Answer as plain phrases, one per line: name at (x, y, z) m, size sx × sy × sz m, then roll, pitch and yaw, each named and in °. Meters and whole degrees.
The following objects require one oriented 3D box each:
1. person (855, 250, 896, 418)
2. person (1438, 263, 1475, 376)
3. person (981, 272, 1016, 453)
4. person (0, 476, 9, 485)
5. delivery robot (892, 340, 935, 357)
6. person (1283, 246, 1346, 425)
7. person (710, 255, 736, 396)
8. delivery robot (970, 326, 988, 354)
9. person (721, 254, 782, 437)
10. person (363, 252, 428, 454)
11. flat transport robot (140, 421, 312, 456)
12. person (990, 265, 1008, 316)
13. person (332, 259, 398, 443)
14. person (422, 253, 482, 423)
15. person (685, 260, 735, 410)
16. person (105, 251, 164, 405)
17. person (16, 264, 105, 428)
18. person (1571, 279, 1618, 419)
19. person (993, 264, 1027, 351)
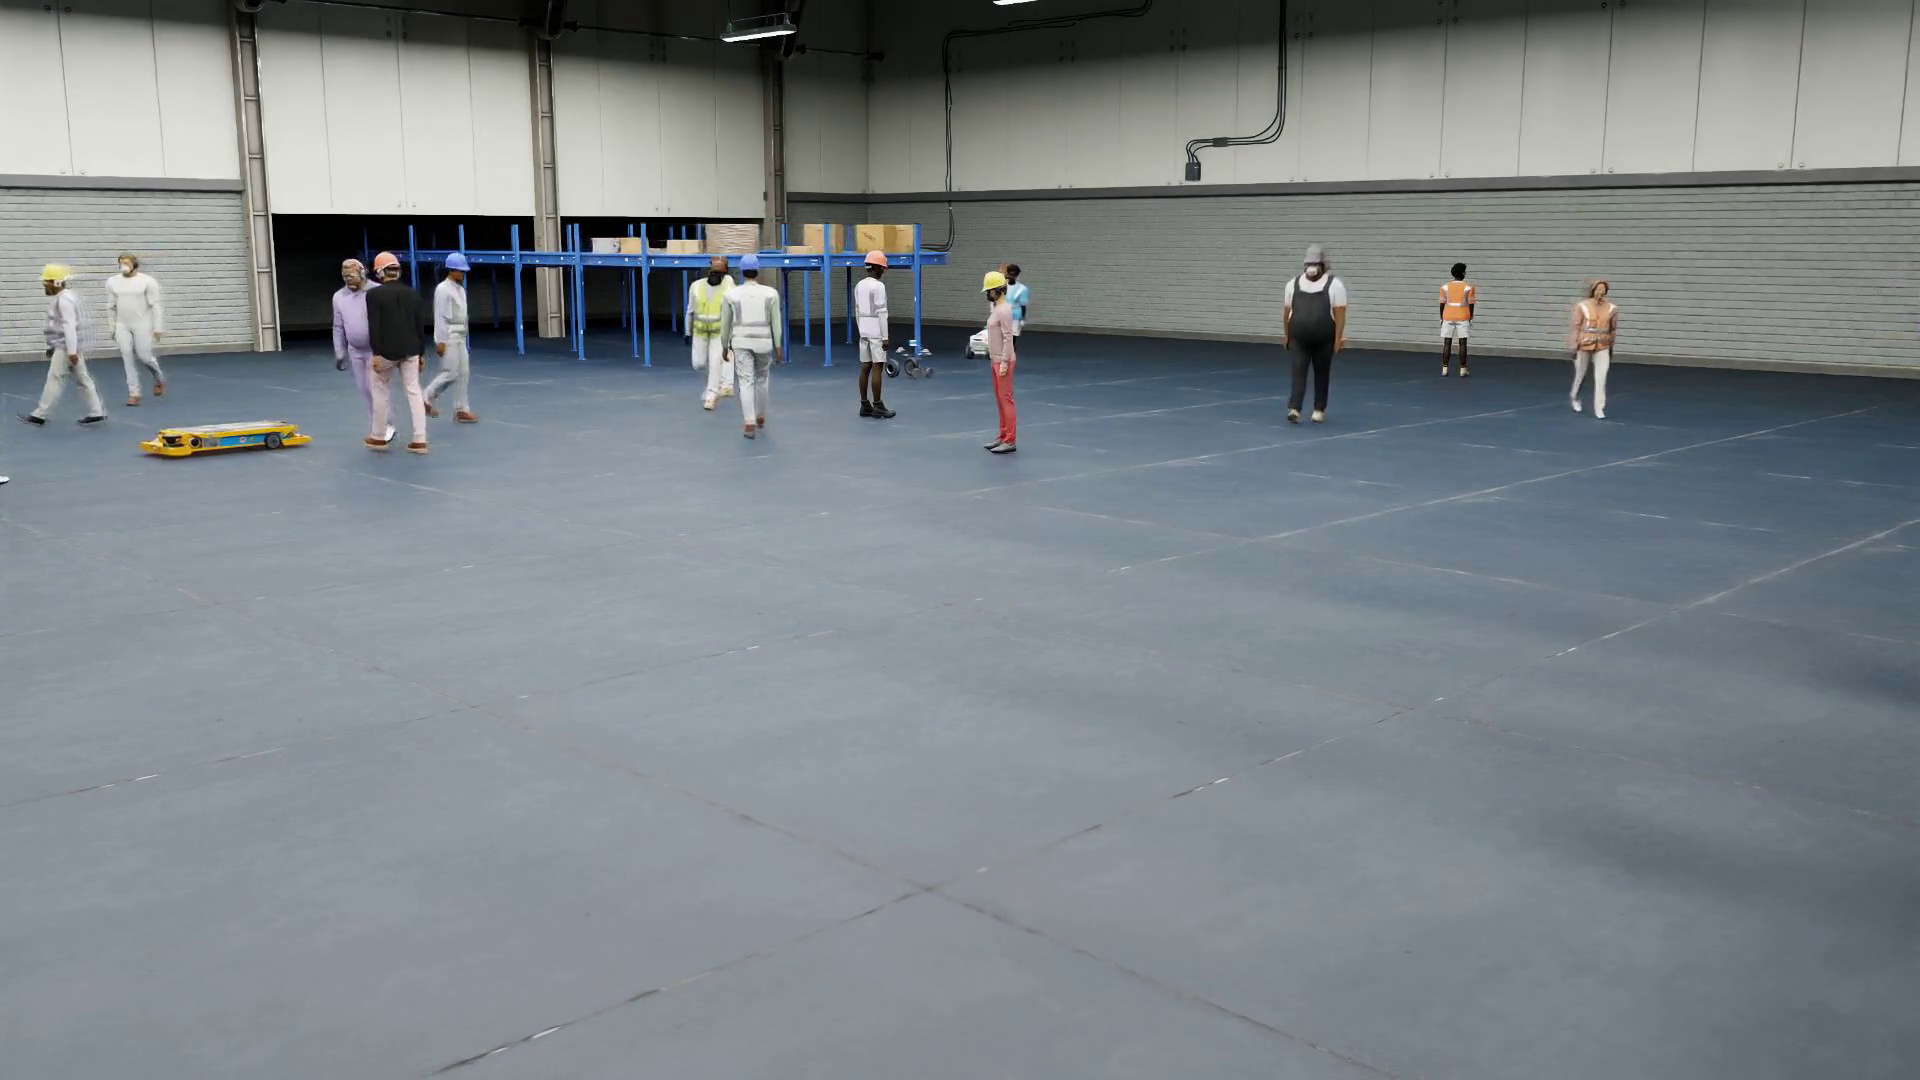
person at (-0.994, -2.406, 19.447) m, size 0.364 × 1.933 × 0.543 m, roll -8°, pitch 13°, yaw -37°
person at (7.484, -3.324, 25.083) m, size 0.536 × 1.699 × 0.322 m, roll 5°, pitch 12°, yaw 26°
person at (0.374, -1.740, 16.293) m, size 0.337 × 1.757 × 0.531 m, roll -2°, pitch 11°, yaw -9°
person at (-8.410, -1.373, 13.929) m, size 0.646 × 1.895 × 0.622 m, roll 3°, pitch 11°, yaw 15°
delivery robot at (-0.703, -2.880, 24.938) m, size 0.698 × 0.223 × 0.335 m, roll 9°, pitch 14°, yaw 40°
person at (3.952, -2.297, 18.671) m, size 0.697 × 2.000 × 1.002 m, roll 4°, pitch 11°, yaw 20°
person at (-3.182, -2.846, 22.095) m, size 0.429 × 1.844 × 0.626 m, roll -4°, pitch 11°, yaw -20°
delivery robot at (0.459, -3.447, 28.741) m, size 0.477 × 0.478 × 0.707 m, roll 5°, pitch 12°, yaw 26°
person at (-2.241, -2.092, 17.816) m, size 0.640 × 1.892 × 1.010 m, roll -2°, pitch 11°, yaw -13°
person at (-5.564, -1.838, 16.346) m, size 0.877 × 1.936 × 0.642 m, roll 9°, pitch 14°, yaw 40°
flat transport robot at (-7.303, -1.027, 16.572) m, size 0.652 × 0.197 × 1.431 m, roll 9°, pitch 14°, yaw 41°
person at (0.823, -4.068, 29.449) m, size 0.489 × 1.589 × 0.854 m, roll 5°, pitch 12°, yaw 25°
person at (-6.025, -1.901, 16.860) m, size 0.675 × 1.869 × 0.536 m, roll 2°, pitch 11°, yaw 13°
person at (-5.785, -2.273, 18.755) m, size 0.645 × 1.920 × 0.662 m, roll 2°, pitch 11°, yaw 10°
person at (-3.030, -2.523, 20.401) m, size 0.664 × 1.814 × 0.543 m, roll 1°, pitch 10°, yaw 6°
person at (-10.383, -2.680, 20.970) m, size 0.633 × 1.922 × 0.640 m, roll 0°, pitch 10°, yaw -2°
person at (-9.956, -2.130, 18.310) m, size 0.903 × 1.784 × 0.610 m, roll -5°, pitch 11°, yaw -25°
person at (7.449, -2.270, 19.597) m, size 0.517 × 1.615 × 0.800 m, roll 1°, pitch 10°, yaw 7°
person at (0.751, -3.394, 25.512) m, size 0.580 × 1.672 × 0.369 m, roll 3°, pitch 11°, yaw 17°
